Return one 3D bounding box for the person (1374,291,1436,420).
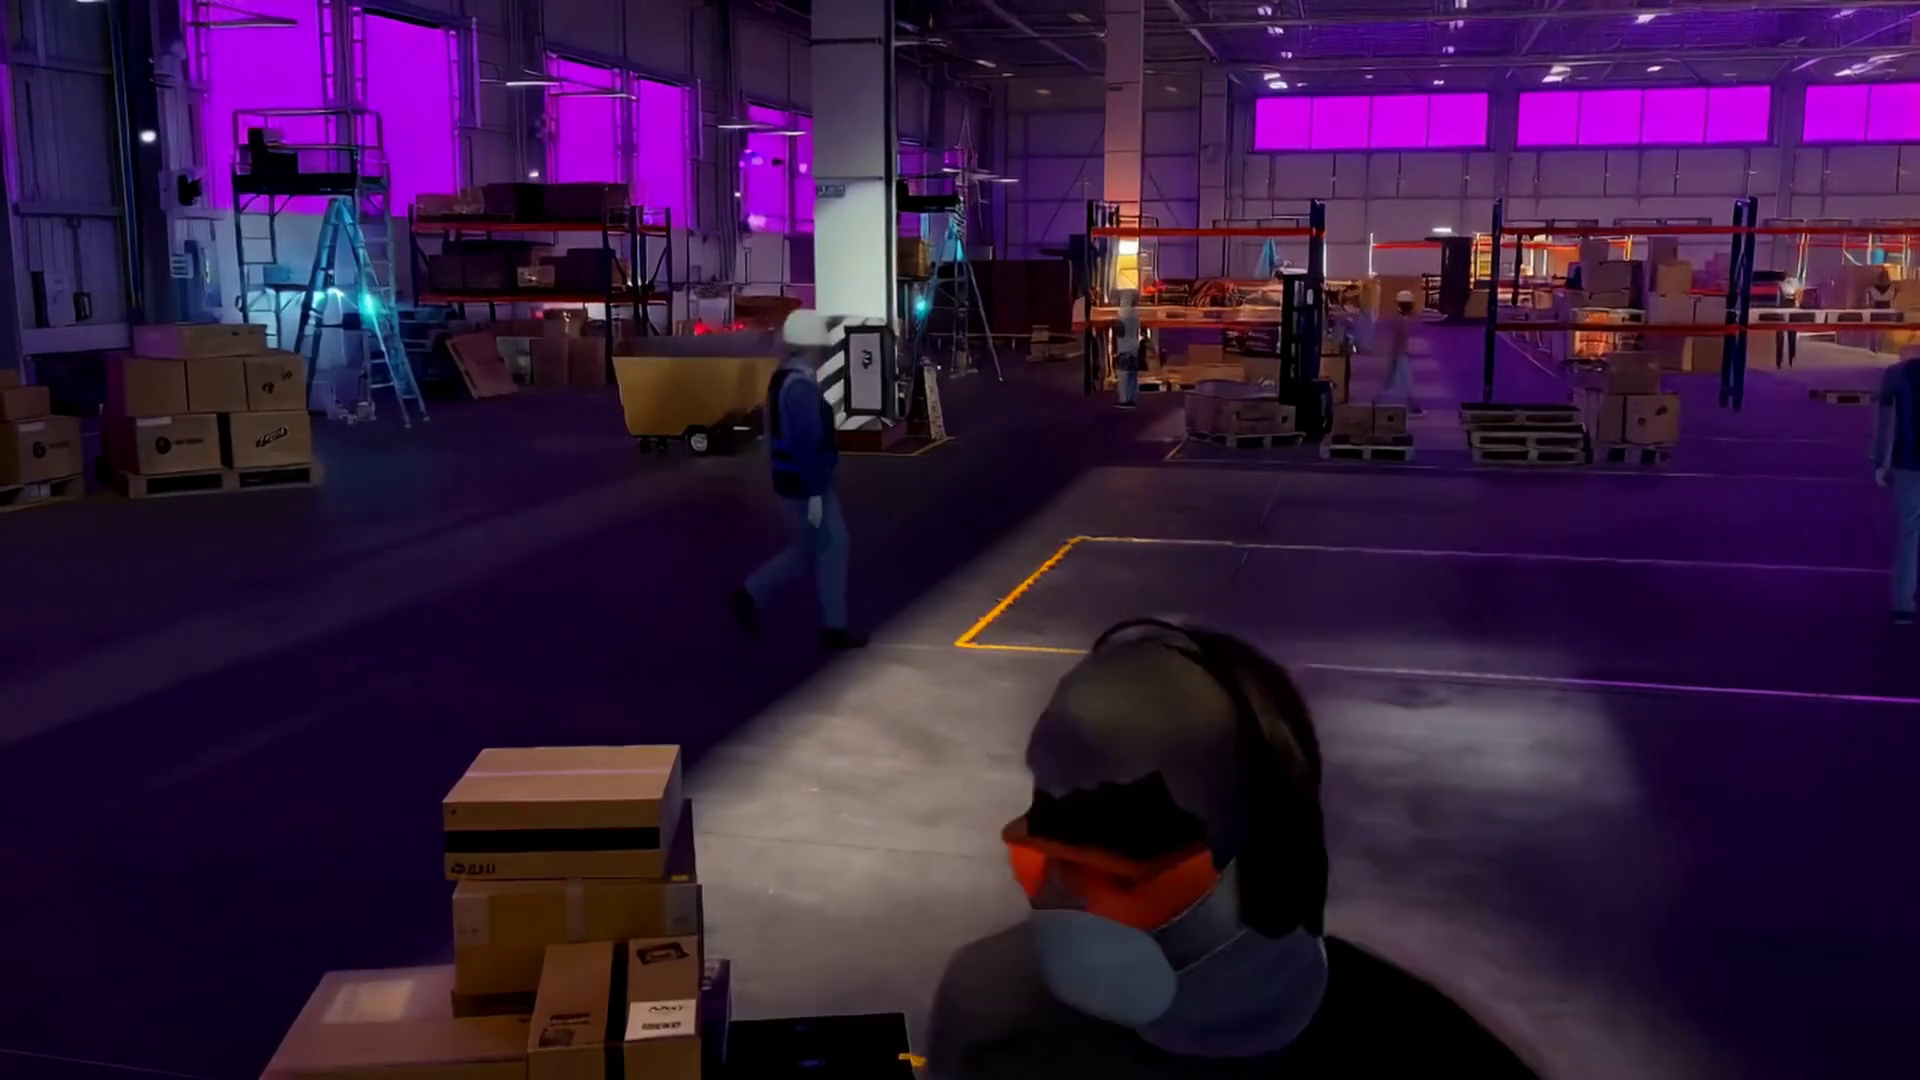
[{"bbox_3d":[5.959,-2.456,22.236,0.871,1.724,0.536,1,10,8],"label":"person"}]

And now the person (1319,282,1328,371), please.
[{"bbox_3d":[6.888,-4.112,31.979,0.483,1.738,0.320,-5,11,-28],"label":"person"}]

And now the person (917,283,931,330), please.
[{"bbox_3d":[-1.069,-7.319,50.309,0.391,1.928,0.552,9,13,43],"label":"person"}]

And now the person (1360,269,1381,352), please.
[{"bbox_3d":[9.528,-5.315,38.534,0.448,1.912,0.647,9,13,44],"label":"person"}]

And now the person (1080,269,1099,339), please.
[{"bbox_3d":[3.600,-6.219,43.878,0.904,1.902,0.650,-4,10,-21],"label":"person"}]

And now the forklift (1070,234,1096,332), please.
[{"bbox_3d":[3.382,-7.319,47.498,1.873,2.768,1.129,2,10,14],"label":"forklift"}]

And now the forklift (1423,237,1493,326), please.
[{"bbox_3d":[15.762,-8.143,52.352,1.873,2.768,1.129,-2,10,-12],"label":"forklift"}]

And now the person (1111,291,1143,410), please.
[{"bbox_3d":[2.382,-2.709,23.824,0.541,1.700,0.316,-8,13,-40],"label":"person"}]

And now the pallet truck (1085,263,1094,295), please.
[{"bbox_3d":[4.325,-8.180,55.162,0.823,1.965,1.885,6,11,31],"label":"pallet truck"}]

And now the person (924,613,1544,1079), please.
[{"bbox_3d":[0.150,1.011,1.288,0.648,1.905,0.867,7,12,35],"label":"person"}]

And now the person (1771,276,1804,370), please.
[{"bbox_3d":[16.173,-4.245,32.509,0.546,1.823,0.585,6,11,31],"label":"person"}]

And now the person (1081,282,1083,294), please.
[{"bbox_3d":[3.189,-6.825,47.653,0.651,1.837,0.773,2,10,14],"label":"person"}]

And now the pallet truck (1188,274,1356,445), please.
[{"bbox_3d":[3.653,-2.138,19.590,1.885,1.965,0.823,-4,10,-20],"label":"pallet truck"}]

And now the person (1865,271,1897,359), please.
[{"bbox_3d":[19.911,-4.876,36.006,0.604,1.897,0.650,3,10,17],"label":"person"}]

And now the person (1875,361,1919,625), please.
[{"bbox_3d":[5.844,-0.449,10.026,0.598,1.866,0.989,6,11,30],"label":"person"}]

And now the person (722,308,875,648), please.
[{"bbox_3d":[-0.879,-0.324,9.170,0.761,1.902,0.624,-2,10,-14],"label":"person"}]
